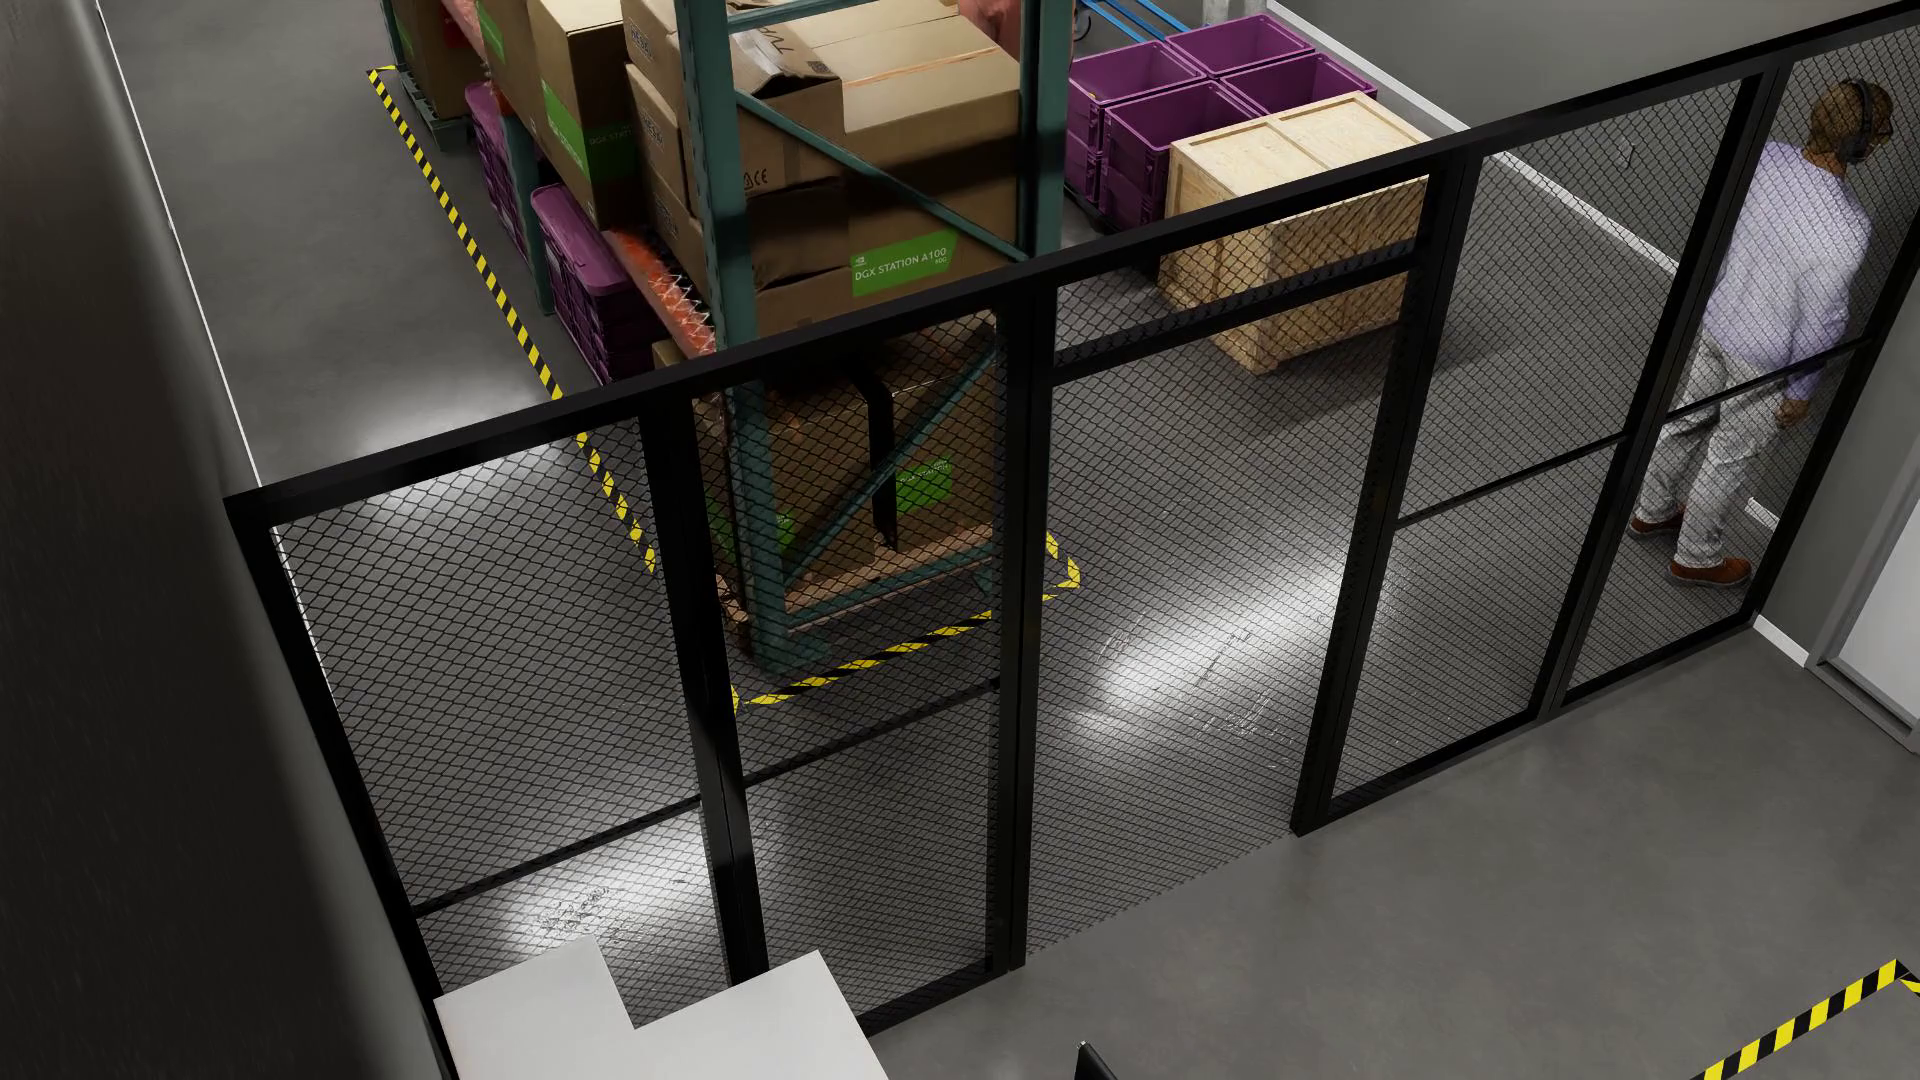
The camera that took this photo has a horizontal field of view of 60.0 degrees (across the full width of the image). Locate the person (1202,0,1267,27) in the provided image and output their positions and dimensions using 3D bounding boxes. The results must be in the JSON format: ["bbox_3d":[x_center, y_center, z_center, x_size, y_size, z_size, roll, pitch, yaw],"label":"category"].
[{"bbox_3d":[1.426,-3.271,8.601,0.592,1.833,0.404,-16,45,-17],"label":"person"}]

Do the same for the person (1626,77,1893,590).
[{"bbox_3d":[2.725,-0.670,5.678,0.372,1.940,0.631,-8,43,-9],"label":"person"}]

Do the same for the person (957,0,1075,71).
[{"bbox_3d":[0.205,-1.820,6.897,0.622,1.990,0.397,-31,51,-30],"label":"person"}]
